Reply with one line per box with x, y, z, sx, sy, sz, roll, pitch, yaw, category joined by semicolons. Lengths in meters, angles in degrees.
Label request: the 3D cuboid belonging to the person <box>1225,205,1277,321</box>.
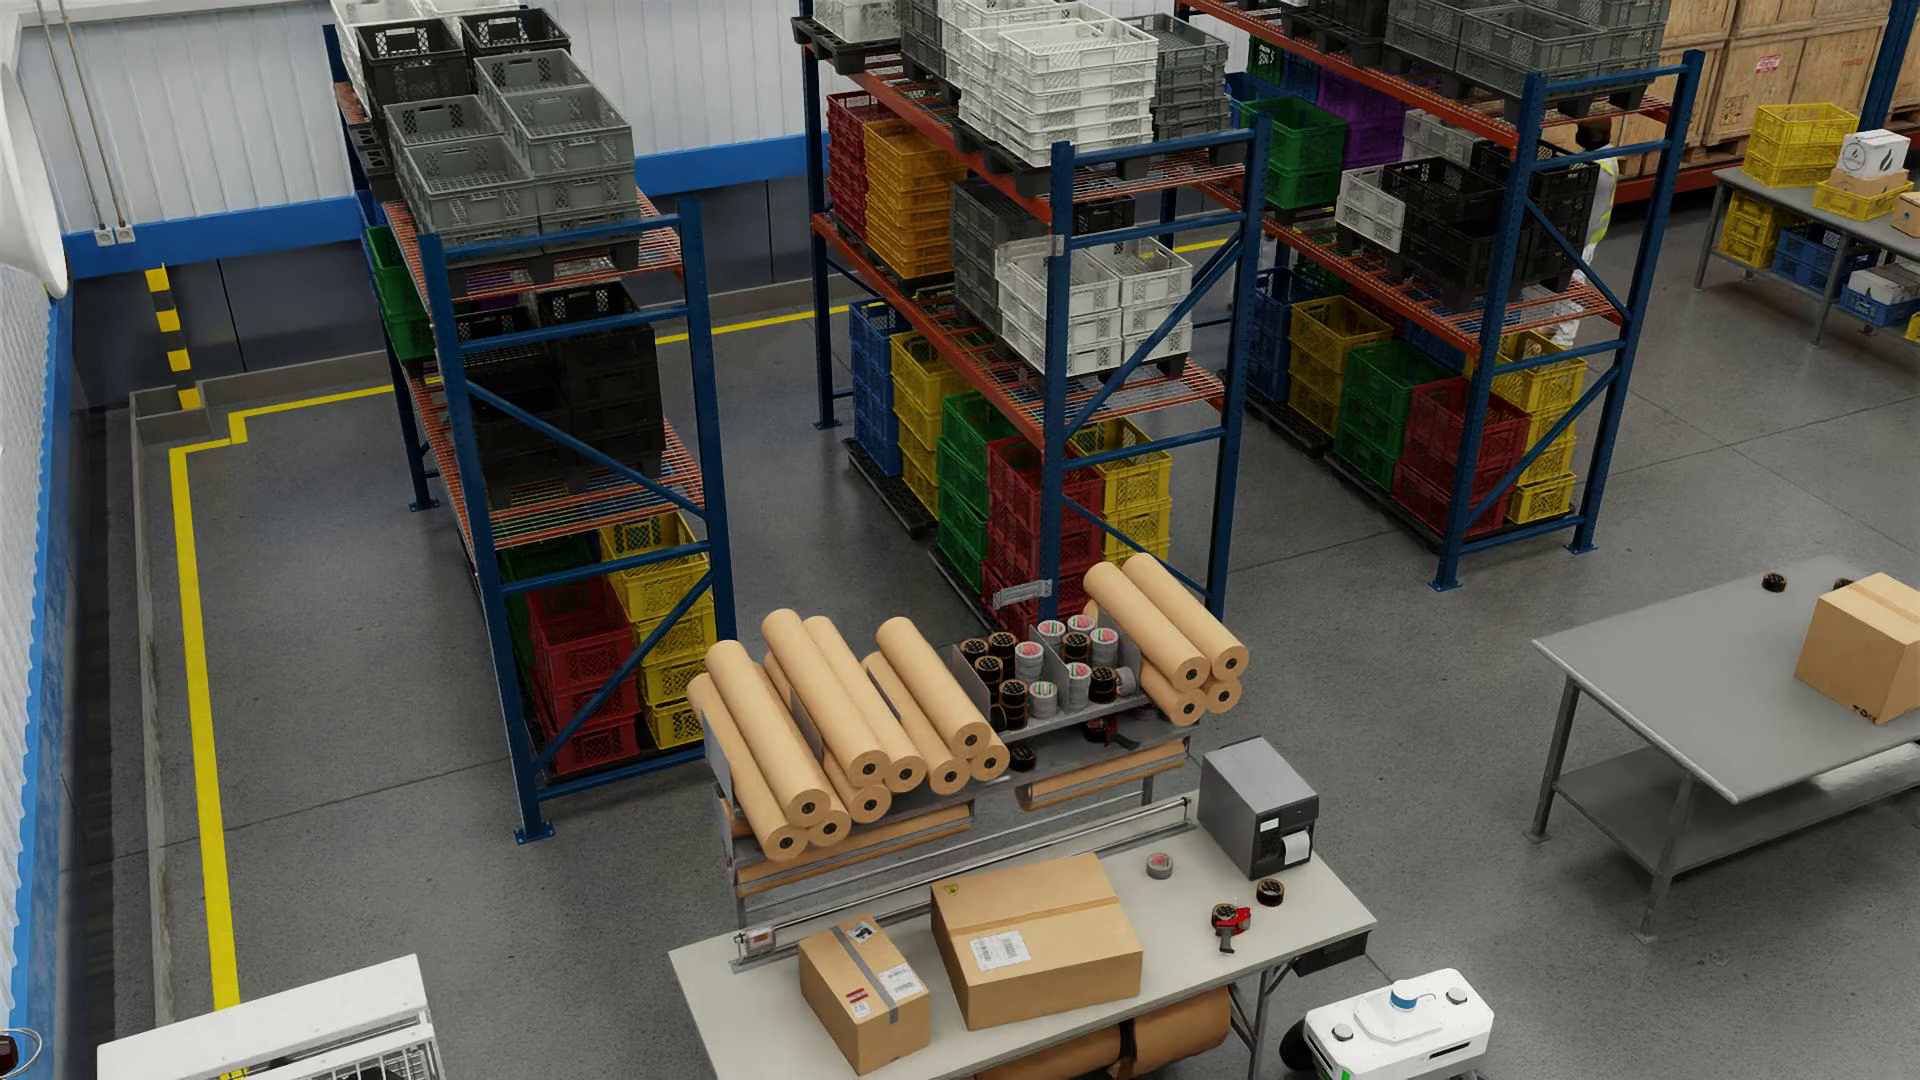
2.357;-2.543;12.592;0.614;1.871;0.611;-7;32;-11;person

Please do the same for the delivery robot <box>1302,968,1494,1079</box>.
1.702;1.919;6.473;0.707;0.478;0.477;-11;33;-18;delivery robot

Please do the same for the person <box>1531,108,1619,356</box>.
4.468;-2.230;12.085;0.429;1.838;0.622;7;32;12;person
